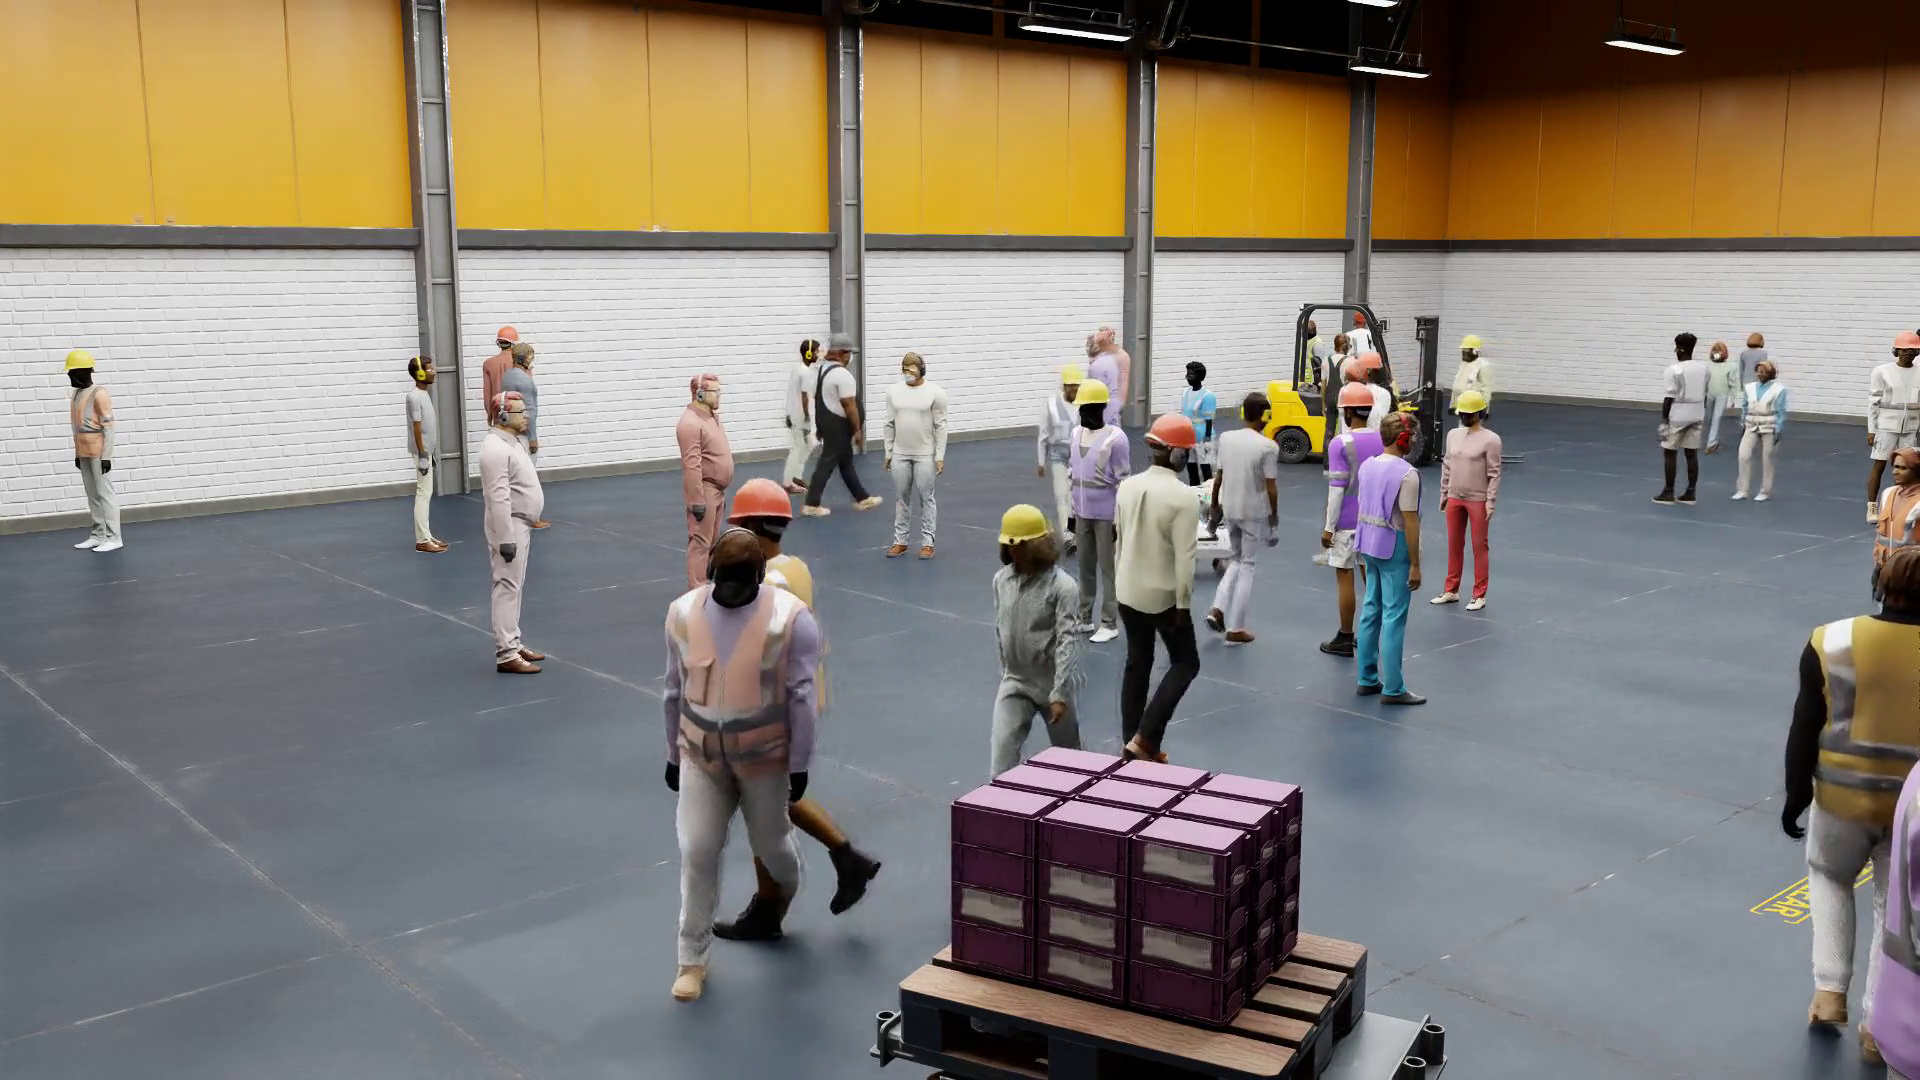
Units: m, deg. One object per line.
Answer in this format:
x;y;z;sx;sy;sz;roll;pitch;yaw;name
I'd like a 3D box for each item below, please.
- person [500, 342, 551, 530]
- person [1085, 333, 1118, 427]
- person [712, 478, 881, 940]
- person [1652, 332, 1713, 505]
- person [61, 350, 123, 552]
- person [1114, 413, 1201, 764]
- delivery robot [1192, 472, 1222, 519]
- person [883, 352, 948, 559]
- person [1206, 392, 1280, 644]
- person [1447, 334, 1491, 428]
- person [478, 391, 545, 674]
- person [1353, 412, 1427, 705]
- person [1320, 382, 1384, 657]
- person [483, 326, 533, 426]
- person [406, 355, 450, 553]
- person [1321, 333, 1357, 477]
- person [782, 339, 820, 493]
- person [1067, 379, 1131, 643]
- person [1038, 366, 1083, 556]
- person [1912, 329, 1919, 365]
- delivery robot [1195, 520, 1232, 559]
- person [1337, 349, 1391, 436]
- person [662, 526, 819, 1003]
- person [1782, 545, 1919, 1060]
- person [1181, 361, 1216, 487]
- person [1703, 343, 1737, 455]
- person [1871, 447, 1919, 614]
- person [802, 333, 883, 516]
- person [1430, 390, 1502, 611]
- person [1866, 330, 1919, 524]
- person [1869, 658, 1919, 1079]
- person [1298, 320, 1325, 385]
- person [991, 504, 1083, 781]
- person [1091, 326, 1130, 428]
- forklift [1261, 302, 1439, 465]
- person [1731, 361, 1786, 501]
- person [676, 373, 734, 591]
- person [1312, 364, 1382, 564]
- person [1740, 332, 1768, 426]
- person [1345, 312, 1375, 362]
-4.509;-1.066;17.147;0.370;1.933;0.627;-7;12;-34;person
1.695;-1.555;20.205;0.627;1.876;0.654;4;11;24;person
-0.685;0.706;6.821;0.609;1.915;0.591;1;10;9;person
8.175;-1.370;18.827;0.649;1.963;0.382;-3;10;-15;person
-8.287;-0.844;15.857;0.593;1.925;0.384;7;12;36;person
1.082;0.296;9.026;0.466;1.974;0.638;-8;12;-39;person
2.694;-0.468;17.394;0.707;0.478;0.477;-8;12;-37;delivery robot
-0.424;-0.785;15.497;0.627;1.934;0.372;3;10;19;person
2.069;-0.155;12.057;0.407;1.842;0.548;-9;14;-44;person
6.493;-1.717;21.284;0.448;1.815;0.602;-2;10;-11;person
-3.031;-0.058;11.310;0.406;1.911;0.639;-1;10;-8;person
2.698;0.114;10.484;0.390;1.847;0.564;-4;10;-21;person
2.776;-0.144;11.736;0.552;1.933;0.372;-5;11;-27;person
-5.293;-1.518;19.600;0.609;1.996;0.383;1;10;7;person
-5.091;-0.819;15.865;0.328;1.876;0.514;-2;10;-11;person
4.826;-1.704;21.152;0.505;1.839;0.344;8;13;41;person
-1.906;-1.459;19.733;0.543;1.829;0.538;-3;10;-16;person
0.984;-0.213;12.161;0.387;1.927;0.589;-8;12;-38;person
1.072;-0.762;15.813;0.617;1.777;0.964;-2;10;-9;person
12.600;-1.837;21.768;0.583;1.892;0.892;3;10;15;person
2.048;-0.002;14.669;0.707;0.478;0.477;0;10;1;delivery robot
3.922;-0.909;16.310;0.550;1.911;0.885;6;12;33;person
-0.845;0.813;6.551;0.636;1.810;0.814;2;10;9;person
3.262;0.916;5.863;0.652;1.818;0.491;5;11;26;person
2.578;-1.095;18.049;0.326;1.689;0.537;-5;11;-25;person
10.831;-2.035;23.828;0.513;1.593;0.867;9;13;41;person
5.953;0.227;10.472;0.317;1.630;0.510;-2;10;-10;person
-1.311;-1.292;18.148;1.034;2.000;0.701;-5;11;-25;person
4.051;-0.319;13.283;0.321;1.761;0.522;-8;12;-37;person
9.845;-1.173;17.442;0.605;2.045;0.383;2;10;9;person
2.293;1.156;3.809;0.372;2.045;0.605;6;11;29;person
5.359;-2.451;25.540;0.430;1.836;0.624;-2;10;-10;person
0.371;0.654;7.758;0.496;1.693;0.879;6;12;33;person
1.912;-1.843;21.777;0.404;1.906;0.664;-9;13;-43;person
5.320;-2.157;22.763;2.313;2.155;1.214;3;10;16;forklift
9.113;-1.232;19.005;0.649;1.612;0.546;-7;12;-35;person
-1.977;-0.356;13.057;0.411;1.910;0.643;1;10;6;person
3.734;-0.697;15.223;0.951;1.852;0.601;-1;10;-7;person
12.462;-2.449;26.126;0.463;1.622;0.551;-4;10;-22;person
6.654;-2.856;27.761;0.575;1.885;0.359;-3;10;-16;person
